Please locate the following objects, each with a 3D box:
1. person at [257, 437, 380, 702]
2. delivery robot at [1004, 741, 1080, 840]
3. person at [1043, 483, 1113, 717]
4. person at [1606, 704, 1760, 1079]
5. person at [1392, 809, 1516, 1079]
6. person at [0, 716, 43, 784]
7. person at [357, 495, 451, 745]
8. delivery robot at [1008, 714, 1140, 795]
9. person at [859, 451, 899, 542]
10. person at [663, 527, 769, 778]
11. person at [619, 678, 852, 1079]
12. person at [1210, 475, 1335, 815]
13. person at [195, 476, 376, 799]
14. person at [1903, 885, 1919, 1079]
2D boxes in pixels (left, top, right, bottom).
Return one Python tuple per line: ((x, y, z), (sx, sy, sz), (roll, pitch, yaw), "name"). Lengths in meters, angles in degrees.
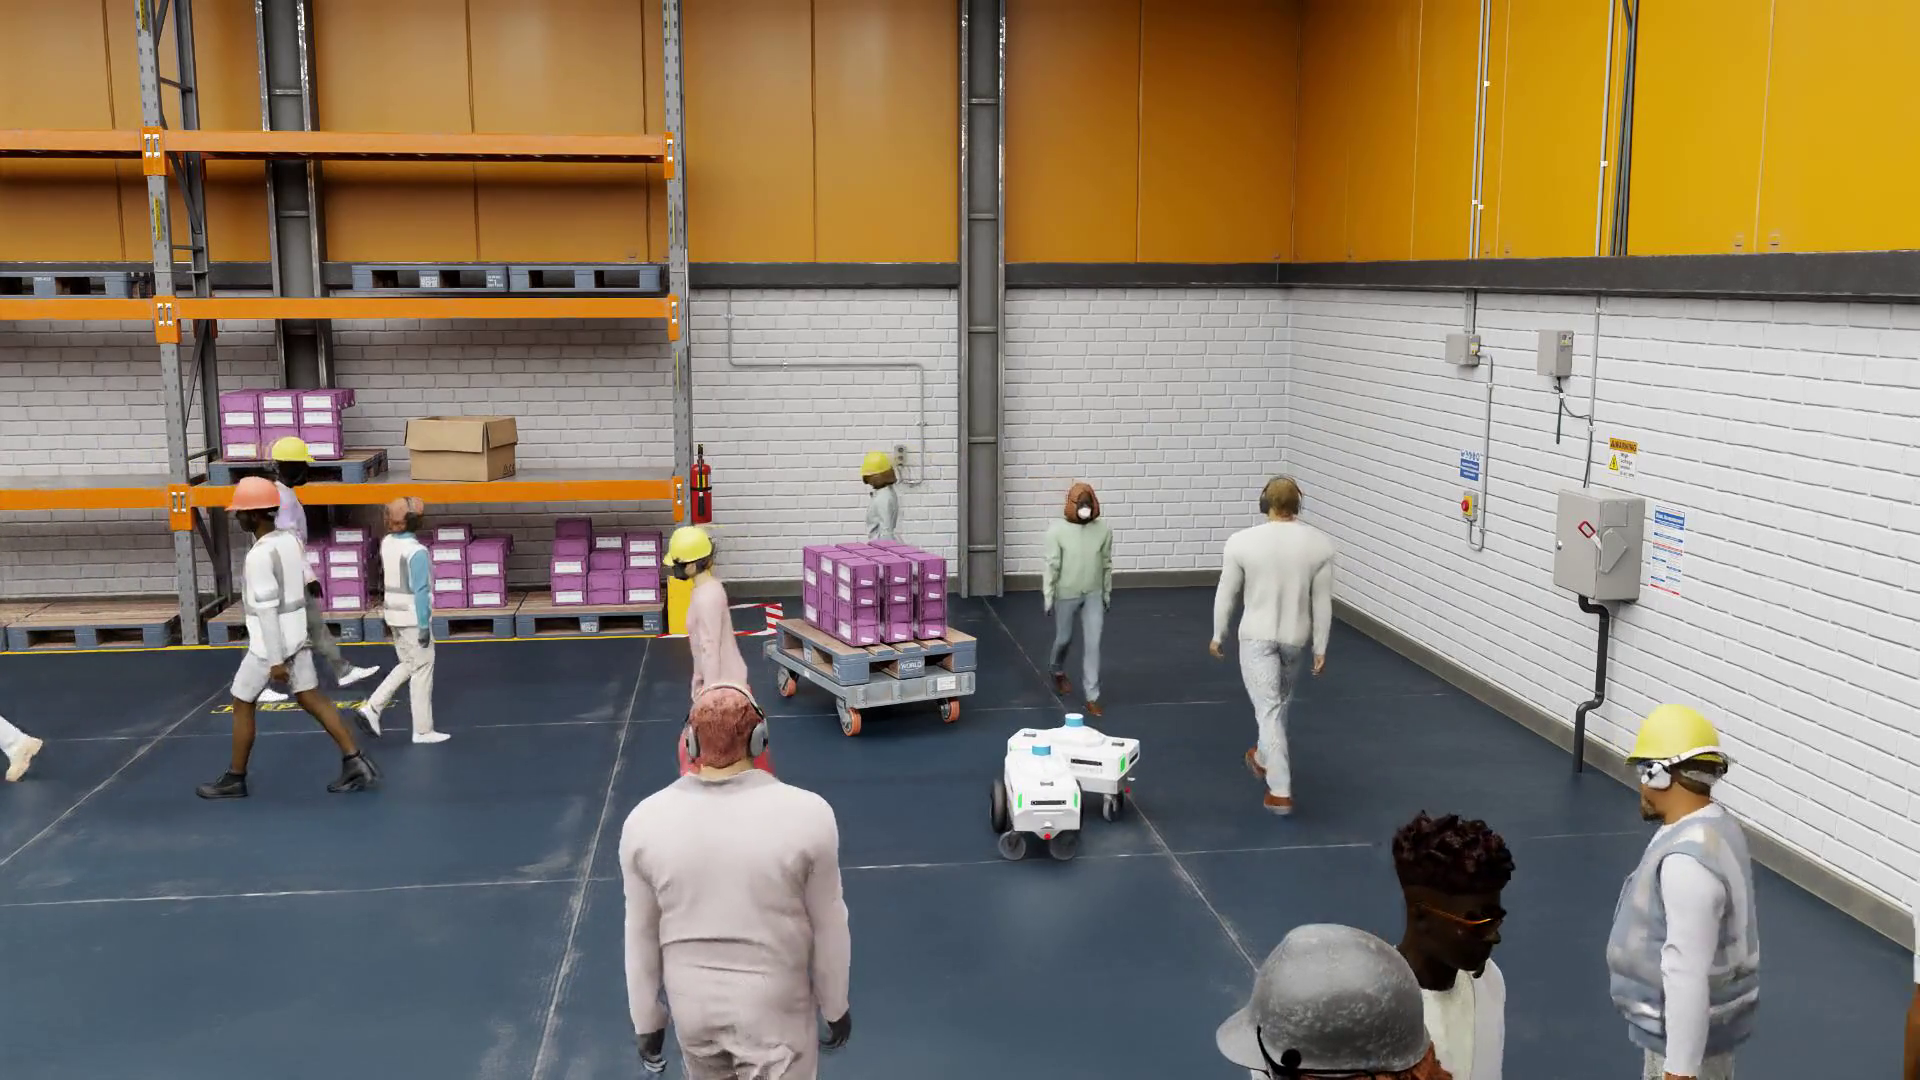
((-4.666, 0.211, 11.808), (0.977, 1.879, 0.596), (-3, 10, -17), "person")
((0.429, 1.308, 8.788), (0.477, 0.478, 0.707), (0, 9, -3), "delivery robot")
((0.808, 0.377, 11.660), (0.524, 1.600, 0.786), (-2, 9, -13), "person")
((2.120, 1.385, 4.793), (0.498, 1.793, 0.643), (4, 10, 25), "person")
((0.935, 1.499, 3.665), (0.616, 1.924, 1.017), (-6, 11, -33), "person")
((-5.793, 0.610, 9.546), (0.634, 1.816, 0.864), (9, 13, 44), "person")
((-3.554, 0.529, 10.587), (0.522, 1.628, 0.466), (8, 12, 43), "person")
((0.641, 1.220, 9.338), (0.707, 0.478, 0.477), (4, 10, 20), "delivery robot")
((-0.544, 0.134, 12.902), (0.909, 1.682, 0.525), (1, 9, 7), "person")
((-1.346, 0.770, 8.847), (0.748, 1.707, 0.543), (-1, 9, -4), "person")
((-0.650, 1.338, 4.779), (0.643, 1.881, 0.775), (2, 9, 11), "person")
((1.796, 0.571, 9.554), (0.646, 1.892, 1.013), (-1, 9, -8), "person")
((-3.901, 0.567, 9.575), (0.995, 1.895, 0.547), (1, 9, 4), "person")
((2.682, 1.445, 4.309), (0.526, 1.821, 0.949), (3, 10, 19), "person")
